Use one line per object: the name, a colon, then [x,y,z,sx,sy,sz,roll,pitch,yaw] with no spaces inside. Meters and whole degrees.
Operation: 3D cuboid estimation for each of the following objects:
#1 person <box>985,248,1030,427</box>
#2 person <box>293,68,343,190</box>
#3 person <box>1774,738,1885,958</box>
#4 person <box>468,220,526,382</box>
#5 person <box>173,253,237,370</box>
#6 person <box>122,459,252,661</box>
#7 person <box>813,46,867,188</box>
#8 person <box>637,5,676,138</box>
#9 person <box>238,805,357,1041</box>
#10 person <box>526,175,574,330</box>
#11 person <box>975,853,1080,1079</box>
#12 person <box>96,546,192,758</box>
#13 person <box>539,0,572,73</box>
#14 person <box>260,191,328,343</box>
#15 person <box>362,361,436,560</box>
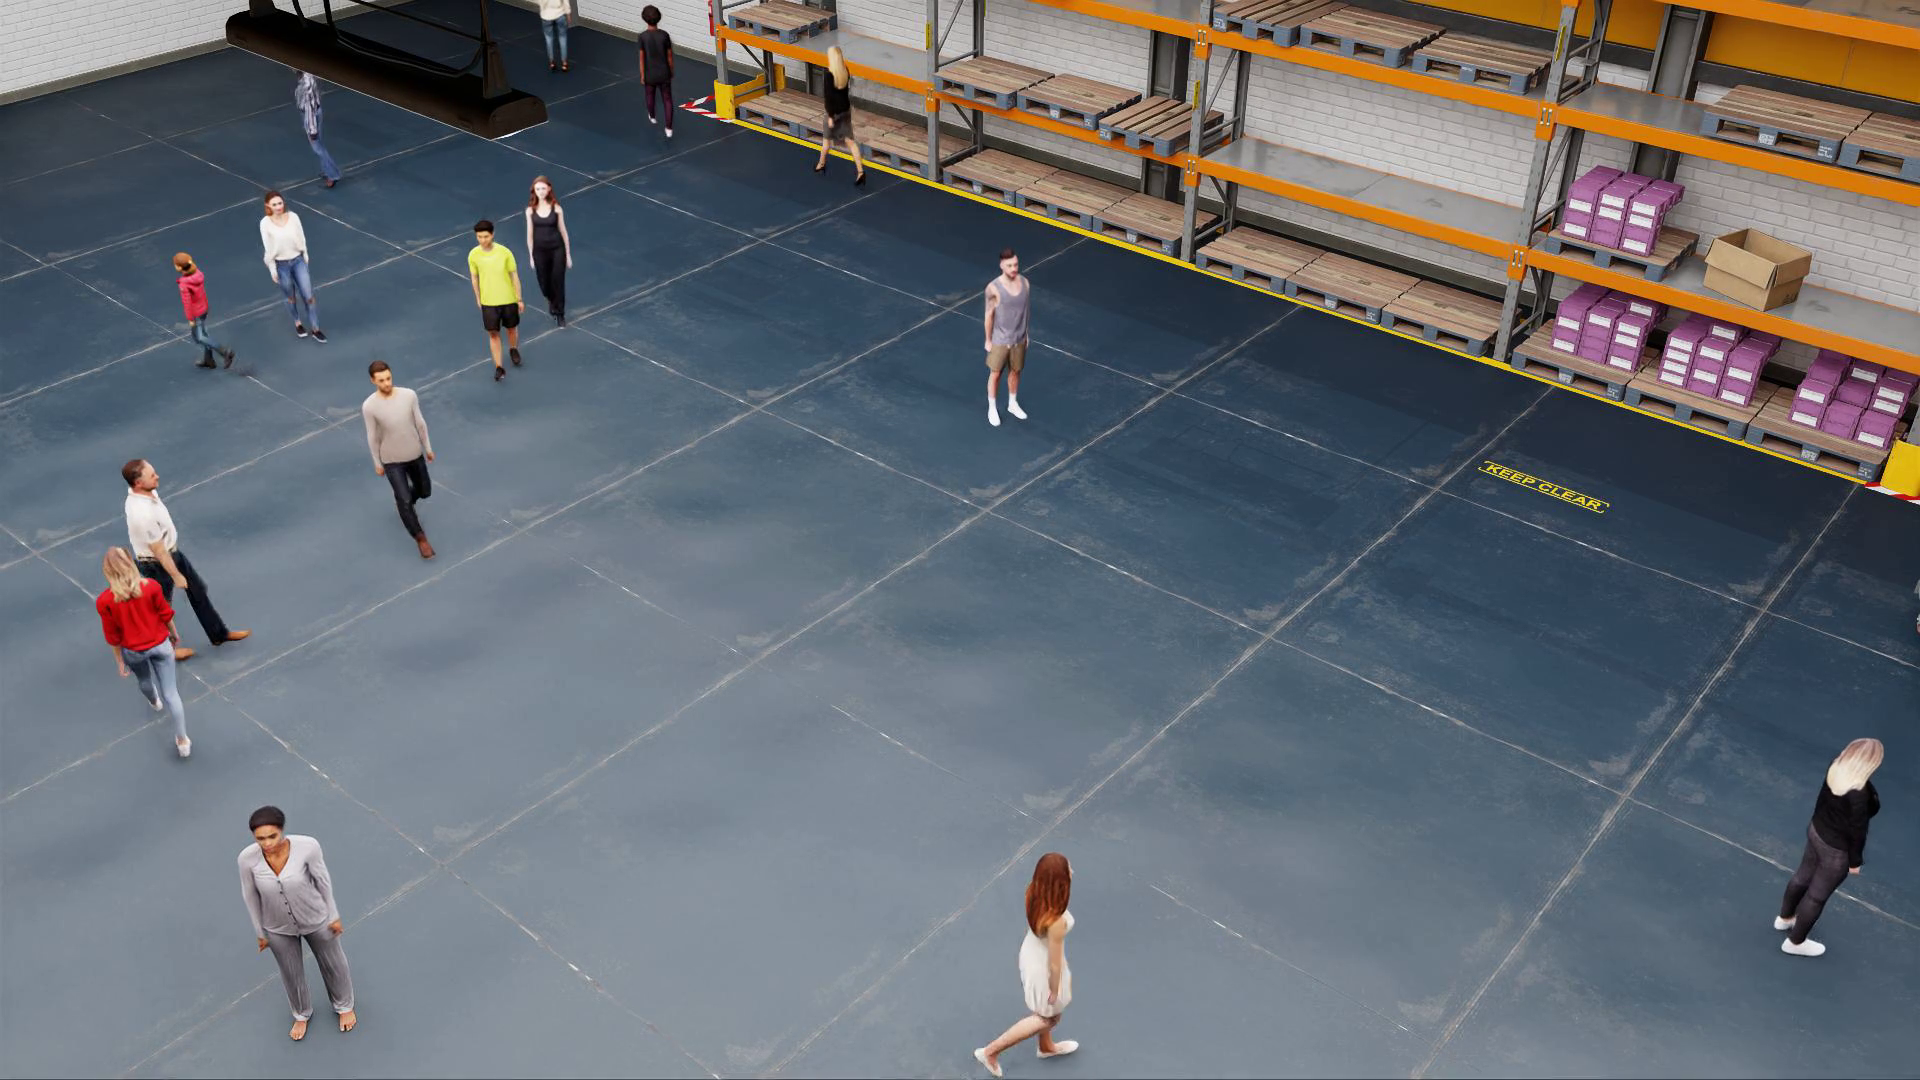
person: [0.475,-2.012,16.295,0.708,1.843,0.699,-15,37,-22]
person: [-8.294,-5.367,21.370,0.927,1.760,0.742,-7,34,-10]
person: [5.467,1.912,10.485,0.728,1.686,0.695,2,34,2]
person: [-4.762,-2.533,17.191,1.020,1.665,1.143,-8,34,-11]
person: [-7.843,-2.347,17.238,0.837,1.304,0.738,4,34,5]
person: [-6.328,0.196,12.938,1.046,1.828,1.048,-9,35,-13]
person: [-1.485,-5.393,21.381,1.153,1.791,0.617,24,41,32]
person: [-4.174,-6.446,23.007,1.029,1.744,1.180,-9,35,-13]
person: [-3.957,2.251,9.929,0.719,1.737,0.728,-9,35,-13]
person: [-4.454,-3.158,18.064,0.785,1.740,0.854,-7,34,-11]
person: [0.398,2.481,9.621,0.914,1.695,0.941,-10,35,-14]
person: [-5.890,0.854,12.106,0.893,1.654,1.197,-19,38,-26]
person: [-6.212,-7.978,25.372,0.697,1.678,0.779,1,34,1]
person: [-7.220,-2.947,17.809,0.762,1.672,0.895,-19,38,-26]
person: [-4.830,-0.749,14.336,0.819,1.855,1.054,-21,39,-29]
